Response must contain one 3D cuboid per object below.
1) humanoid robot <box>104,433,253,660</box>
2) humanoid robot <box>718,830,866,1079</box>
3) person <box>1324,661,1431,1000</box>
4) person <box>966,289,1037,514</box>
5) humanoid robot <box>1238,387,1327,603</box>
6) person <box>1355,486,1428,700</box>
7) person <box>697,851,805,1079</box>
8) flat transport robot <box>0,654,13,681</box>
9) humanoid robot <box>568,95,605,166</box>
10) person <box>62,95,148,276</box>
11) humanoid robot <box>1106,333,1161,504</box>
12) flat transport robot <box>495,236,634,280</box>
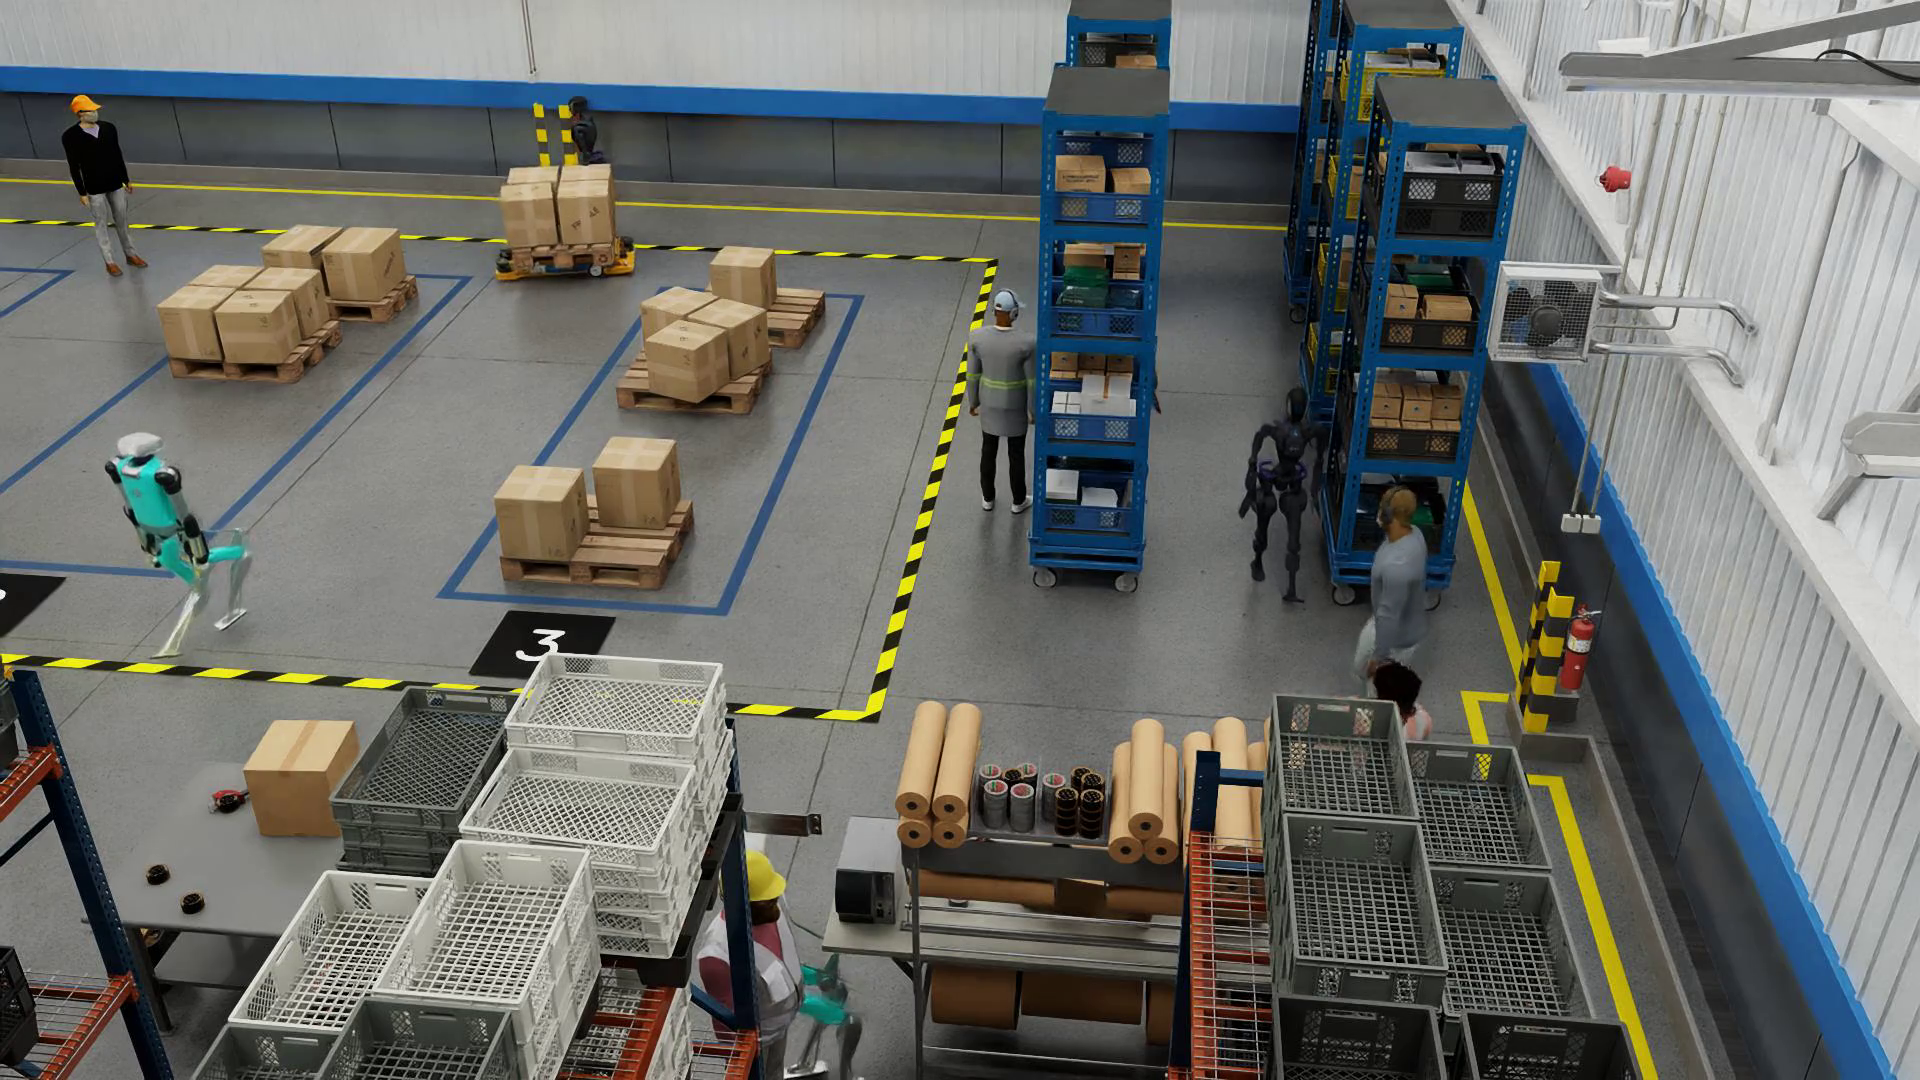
[{"bbox_3d":[-5.204,-0.015,11.235,0.530,1.729,1.021,10,32,16],"label":"humanoid robot"},{"bbox_3d":[-0.696,2.002,7.820,0.856,1.810,0.570,-8,31,-14],"label":"humanoid robot"},{"bbox_3d":[2.132,1.469,8.500,0.595,1.922,0.931,-6,31,-11],"label":"person"},{"bbox_3d":[0.349,-1.076,12.954,0.588,1.846,0.407,9,31,15],"label":"person"},{"bbox_3d":[2.301,-0.326,11.863,0.590,1.621,0.768,-2,30,-4],"label":"humanoid robot"},{"bbox_3d":[2.607,0.569,10.063,0.404,1.915,0.680,7,31,13],"label":"person"},{"bbox_3d":[-0.895,2.126,7.463,0.404,1.837,0.590,11,32,18],"label":"person"},{"bbox_3d":[-7.142,0.969,11.010,1.431,0.231,0.659,3,30,6],"label":"flat transport robot"},{"bbox_3d":[-4.066,-4.040,18.220,0.430,1.643,0.608,-2,30,-4],"label":"humanoid robot"},{"bbox_3d":[-8.997,-3.730,17.474,0.353,1.884,0.589,19,35,30],"label":"person"},{"bbox_3d":[1.303,-1.140,13.294,0.608,1.651,0.768,-22,37,-33],"label":"humanoid robot"},{"bbox_3d":[-4.234,-3.037,17.863,1.431,0.197,0.652,-5,31,-8],"label":"flat transport robot"}]
